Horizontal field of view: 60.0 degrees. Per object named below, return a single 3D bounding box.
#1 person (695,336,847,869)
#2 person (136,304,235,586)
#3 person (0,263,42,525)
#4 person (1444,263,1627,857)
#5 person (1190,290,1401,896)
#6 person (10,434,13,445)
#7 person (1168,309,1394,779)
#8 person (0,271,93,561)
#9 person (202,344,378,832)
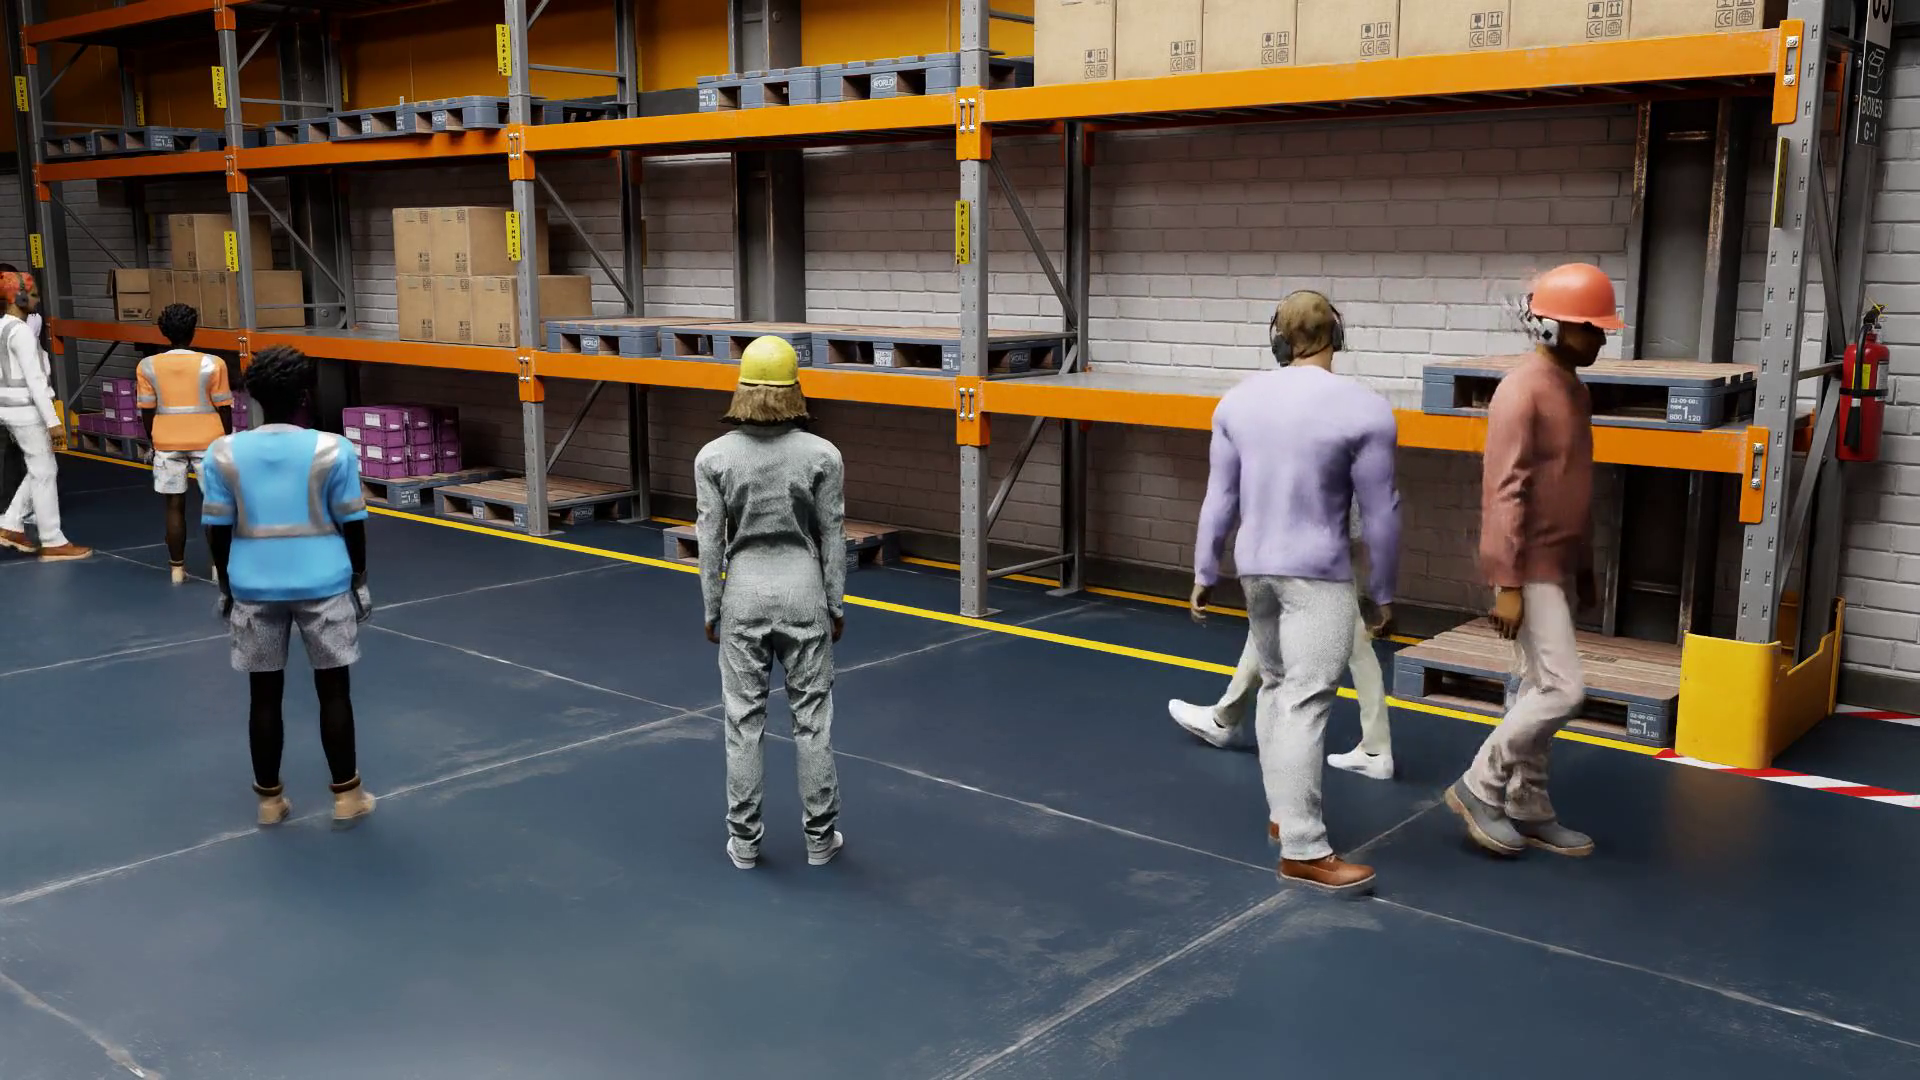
[{"bbox_3d":[-0.608,0.210,5.431,0.484,1.744,0.295,-1,10,-5],"label":"person"},{"bbox_3d":[-4.621,-0.553,9.953,0.561,1.698,0.413,-2,10,-11],"label":"person"},{"bbox_3d":[-6.865,-1.031,12.013,0.392,1.915,0.587,5,11,26],"label":"person"},{"bbox_3d":[1.907,0.099,5.417,0.436,1.969,0.613,7,12,36],"label":"person"},{"bbox_3d":[1.132,0.149,5.416,0.551,1.892,0.770,-9,13,-42],"label":"person"},{"bbox_3d":[-9.108,-1.559,15.805,0.280,1.636,0.503,9,13,40],"label":"person"},{"bbox_3d":[1.303,-0.009,6.481,0.987,1.806,0.569,8,13,40],"label":"person"},{"bbox_3d":[-5.945,-0.782,10.697,0.465,1.876,0.601,-8,13,-39],"label":"person"},{"bbox_3d":[-2.317,0.171,5.783,0.540,1.695,0.317,-1,10,-8],"label":"person"}]
